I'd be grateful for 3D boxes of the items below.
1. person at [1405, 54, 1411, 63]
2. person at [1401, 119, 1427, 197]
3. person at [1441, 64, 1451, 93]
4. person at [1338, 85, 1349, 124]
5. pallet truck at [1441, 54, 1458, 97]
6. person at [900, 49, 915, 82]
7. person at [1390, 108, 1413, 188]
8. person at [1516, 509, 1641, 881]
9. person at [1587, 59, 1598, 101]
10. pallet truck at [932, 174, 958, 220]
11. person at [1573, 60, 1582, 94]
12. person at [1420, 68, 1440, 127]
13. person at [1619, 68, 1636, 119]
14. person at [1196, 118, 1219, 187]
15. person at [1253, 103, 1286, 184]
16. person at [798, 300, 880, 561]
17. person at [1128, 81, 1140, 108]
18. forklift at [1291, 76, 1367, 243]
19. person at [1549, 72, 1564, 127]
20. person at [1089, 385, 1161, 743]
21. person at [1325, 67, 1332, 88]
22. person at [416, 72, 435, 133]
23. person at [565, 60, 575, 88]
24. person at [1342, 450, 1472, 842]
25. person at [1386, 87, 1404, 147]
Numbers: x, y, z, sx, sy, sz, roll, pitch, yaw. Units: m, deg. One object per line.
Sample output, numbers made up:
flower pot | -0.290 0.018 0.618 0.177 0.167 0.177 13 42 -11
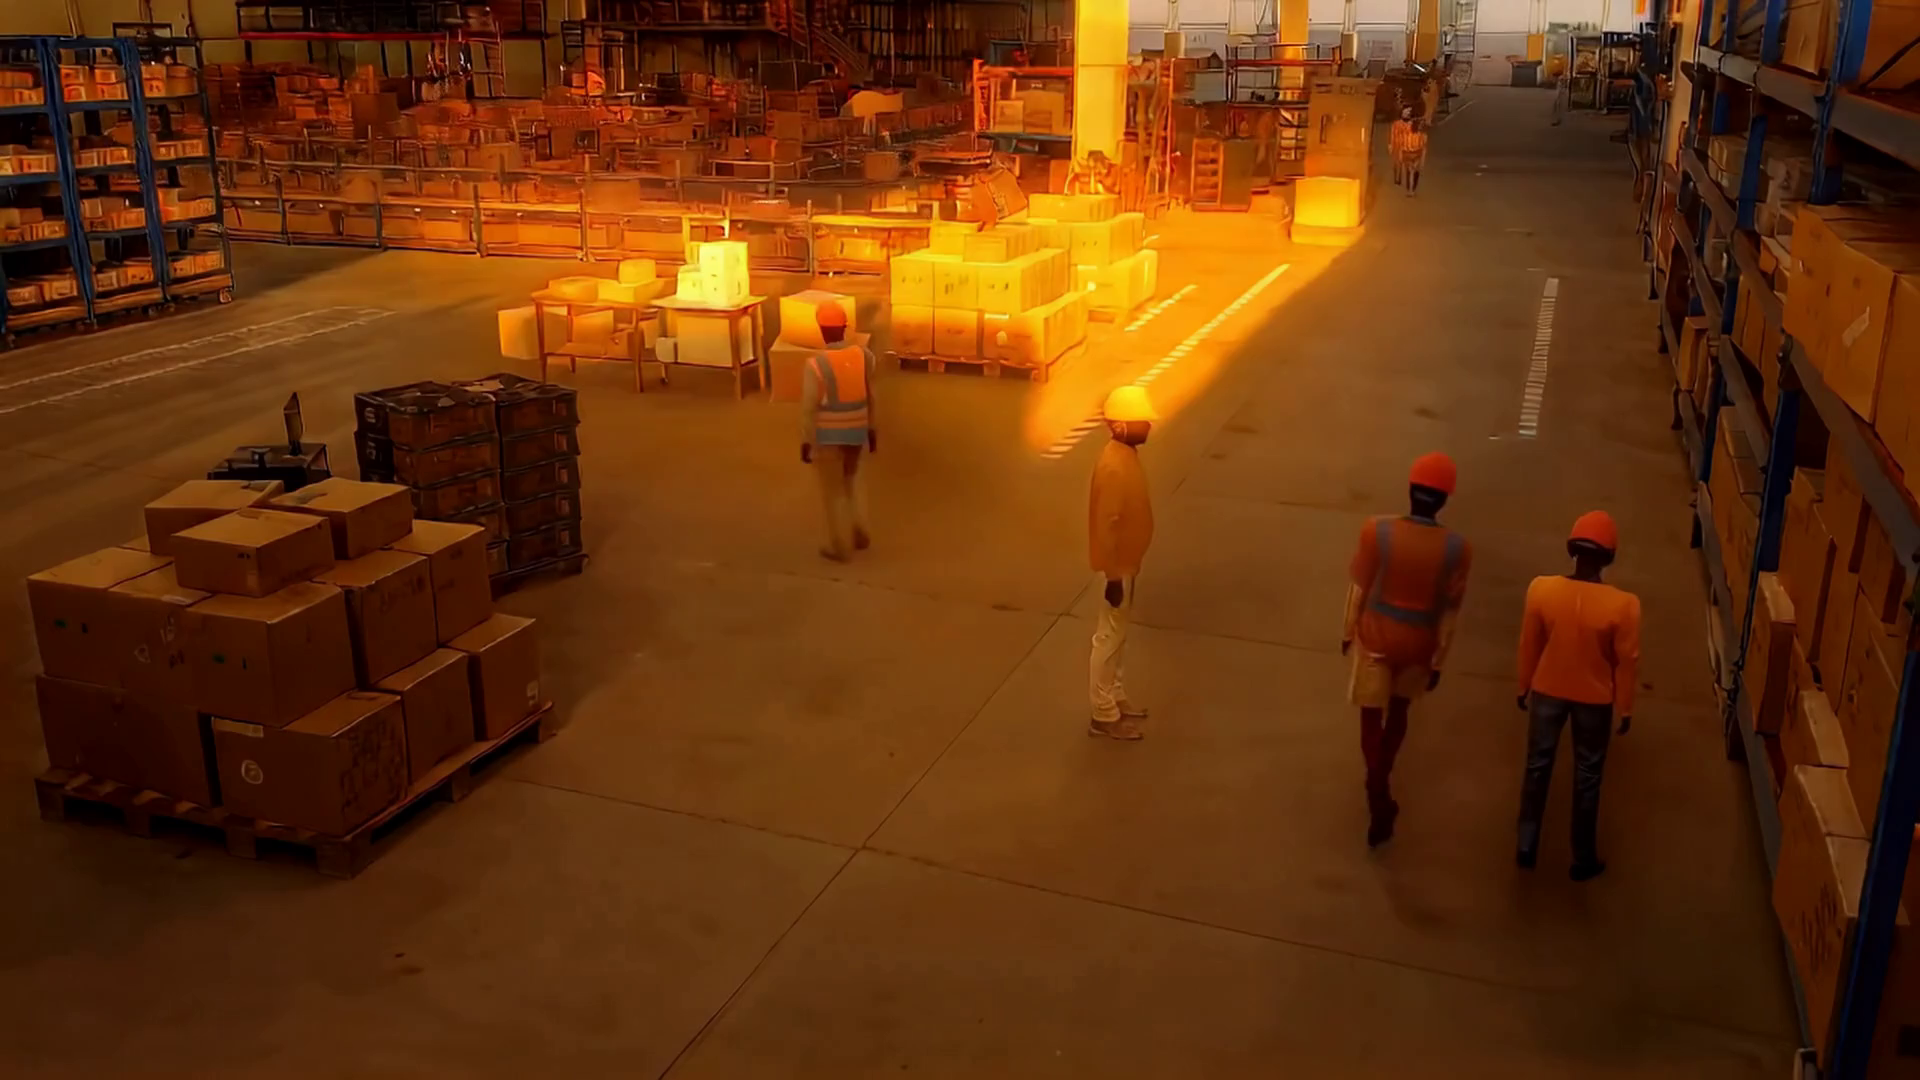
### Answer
person | 23.333 -24.468 86.881 0.324 1.743 0.491 15 23 39
person | 9.852 -8.287 36.125 0.558 1.678 0.524 3 18 8
person | 19.821 -18.514 68.018 0.505 1.840 0.346 -12 21 -34
person | 12.208 -13.716 53.180 0.553 1.682 0.370 -15 23 -38
pallet truck | 22.765 -21.886 78.355 0.823 1.965 1.885 -4 18 -14
person | -3.024 -27.184 95.329 0.943 1.794 0.659 -6 19 -17
person | 10.223 -9.053 38.370 0.589 1.799 0.869 4 18 13
person | 2.854 0.716 7.719 0.533 1.765 0.326 12 21 33
person | 28.662 -20.805 75.219 0.429 1.839 0.633 -6 19 -18
pallet truck | -0.507 -5.292 27.348 0.653 1.274 1.630 6 19 19
person | 29.826 -22.329 80.269 0.597 1.674 0.535 4 18 11
person | 16.517 -15.579 58.468 0.689 2.000 0.674 -16 24 -41
person | 25.397 -16.843 62.724 0.996 1.860 0.602 2 18 6
person | 5.548 -8.667 37.415 0.501 1.632 0.286 3 18 11
person | 7.129 -9.271 38.952 0.996 1.863 0.642 10 20 27
person | -0.894 -0.784 12.151 0.639 1.933 0.441 -14 22 -37
person | 6.220 -15.990 59.893 0.639 1.967 0.694 -16 23 -40
forklift | 6.598 -6.755 29.381 1.129 2.768 1.873 6 19 19
person | 20.994 -15.459 58.386 0.437 1.856 0.548 1 18 4
person | 0.895 0.121 9.212 0.381 1.994 0.622 4 18 13
person | 15.071 -18.562 68.138 0.477 1.857 0.547 -8 19 -23
person | -17.740 -14.593 55.479 1.074 1.991 0.621 -11 21 -30
person | -17.373 -20.507 74.297 1.013 1.818 0.611 -8 20 -25
person | 2.175 0.517 8.136 0.569 1.896 0.883 3 18 8
person | 12.945 -12.563 49.440 0.328 1.765 0.532 -9 20 -27
